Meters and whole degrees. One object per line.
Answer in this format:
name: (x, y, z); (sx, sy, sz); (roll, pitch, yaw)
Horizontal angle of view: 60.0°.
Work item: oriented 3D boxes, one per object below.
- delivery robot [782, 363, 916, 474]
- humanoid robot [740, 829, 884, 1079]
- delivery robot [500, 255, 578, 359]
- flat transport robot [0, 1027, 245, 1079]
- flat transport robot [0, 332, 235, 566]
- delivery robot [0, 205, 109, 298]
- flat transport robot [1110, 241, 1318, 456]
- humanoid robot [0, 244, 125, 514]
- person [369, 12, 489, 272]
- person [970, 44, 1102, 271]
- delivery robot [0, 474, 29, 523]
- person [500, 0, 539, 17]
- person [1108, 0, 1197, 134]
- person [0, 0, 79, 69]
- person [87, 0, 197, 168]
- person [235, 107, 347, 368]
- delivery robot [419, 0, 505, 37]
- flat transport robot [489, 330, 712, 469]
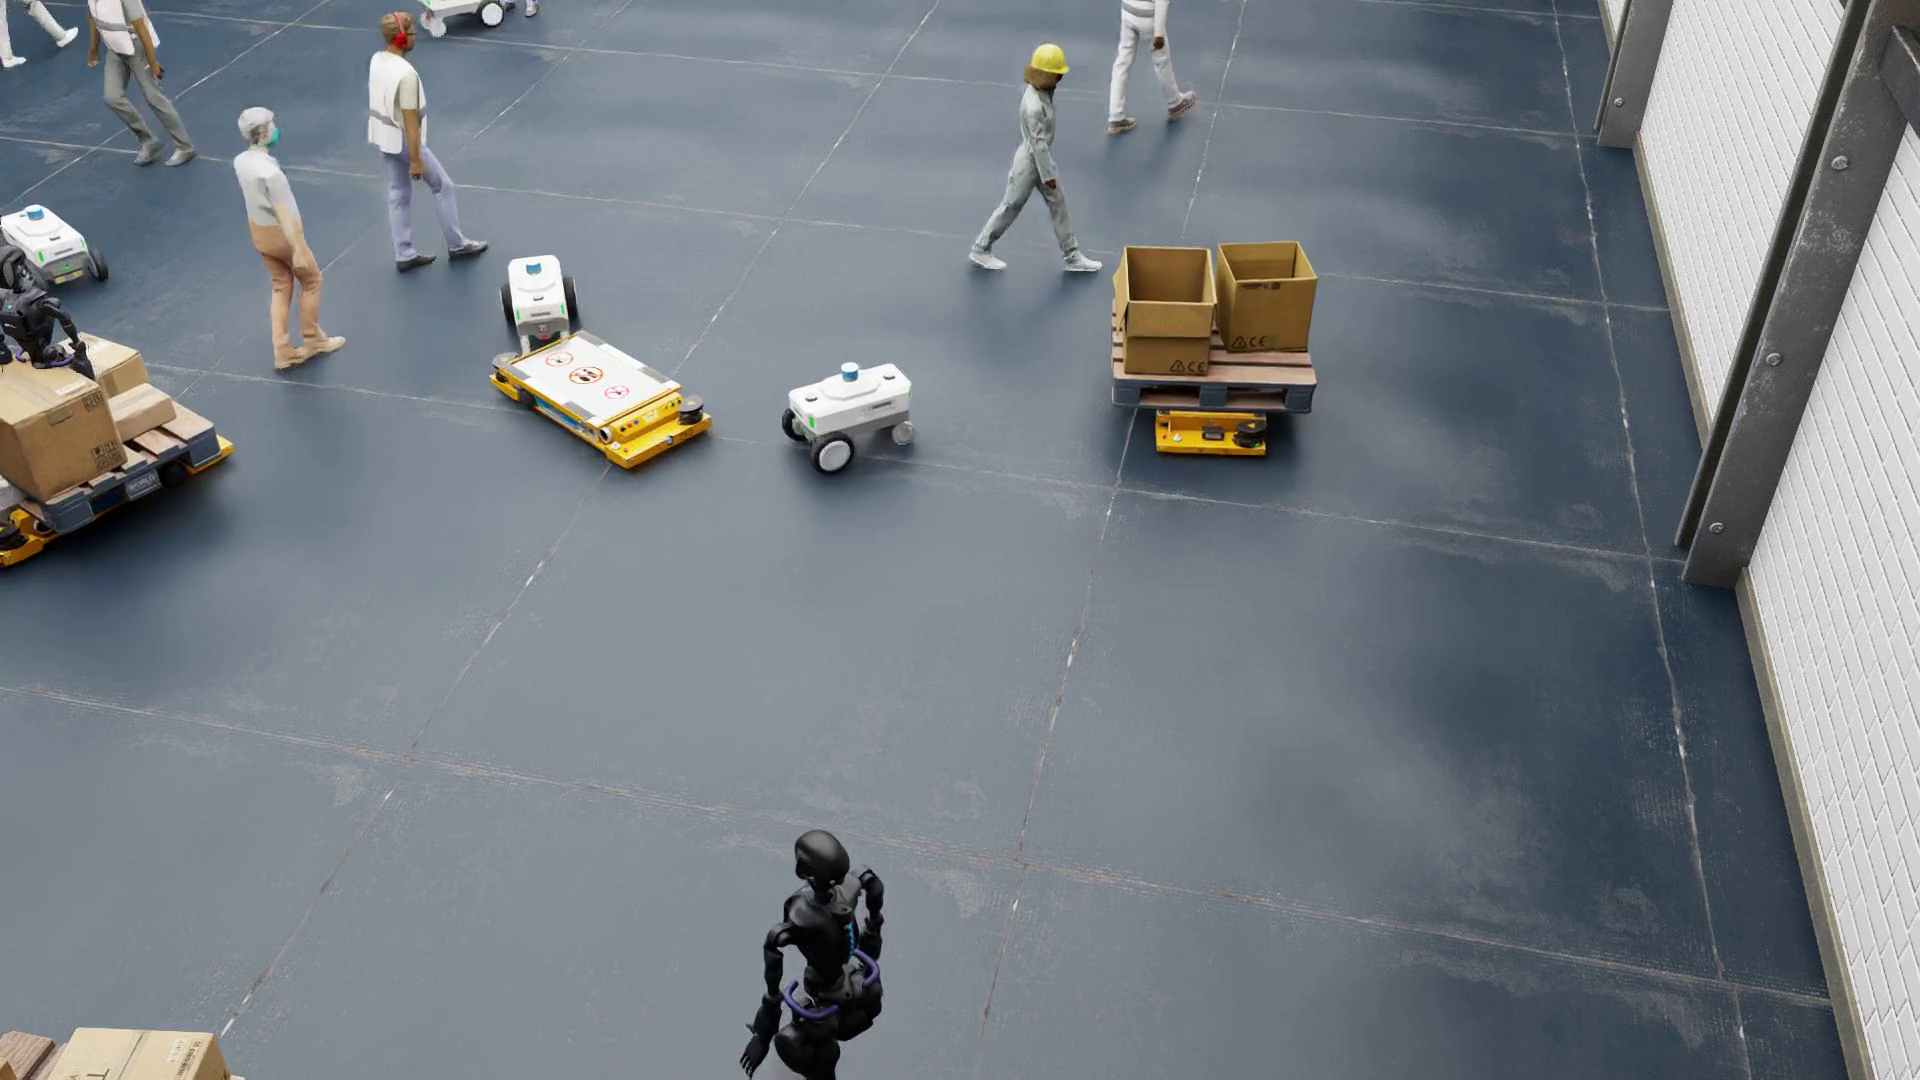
delivery robot: (-0.657, -0.794, 10.026); (0.759, 0.575, 0.499); (-18, 40, -23)
humanoid robot: (-0.468, 1.671, 5.862); (0.799, 1.642, 0.605); (30, 46, 34)
delivery robot: (-2.819, -1.609, 11.136); (0.499, 0.599, 0.784); (-9, 38, -12)
flat transport robot: (-3.227, 2.506, 5.866); (1.431, 0.231, 0.659); (8, 37, 10)
flat transport robot: (-5.074, -0.371, 9.716); (0.659, 0.231, 1.431); (24, 43, 29)
delivery robot: (-6.444, -2.074, 11.744); (0.773, 0.582, 0.499); (31, 46, 34)
flat transport robot: (1.550, -0.999, 10.556); (0.659, 0.231, 1.431); (2, 37, 3)
humanoid robot: (-5.008, -0.877, 9.204); (0.599, 1.657, 0.315); (8, 37, 10)
person: (-3.786, -2.785, 11.656); (0.774, 1.806, 0.597); (-29, 46, -33)
person: (0.509, -2.627, 11.546); (0.939, 1.683, 0.471); (11, 38, 14)
delivery robot: (-5.400, -0.250, 9.309); (0.499, 0.589, 0.785); (25, 43, 29)
person: (-4.311, -5.944, 15.855); (0.563, 1.847, 0.395); (9, 38, 12)
person: (1.596, -4.306, 13.665); (0.940, 1.840, 0.608); (-26, 44, -30)
person: (-8.548, -5.120, 14.949); (0.546, 1.592, 0.836); (12, 38, 16)
person: (-6.515, -3.811, 13.030); (0.589, 1.809, 0.507); (22, 42, 27)
person: (-4.350, -1.905, 10.557); (0.542, 1.715, 0.543); (24, 43, 29)
delivery robot: (-4.805, -5.167, 15.882); (0.756, 0.580, 0.499); (-23, 42, -27)
flat transport robot: (-2.276, -0.914, 10.442); (1.431, 0.231, 0.659); (29, 46, 33)
